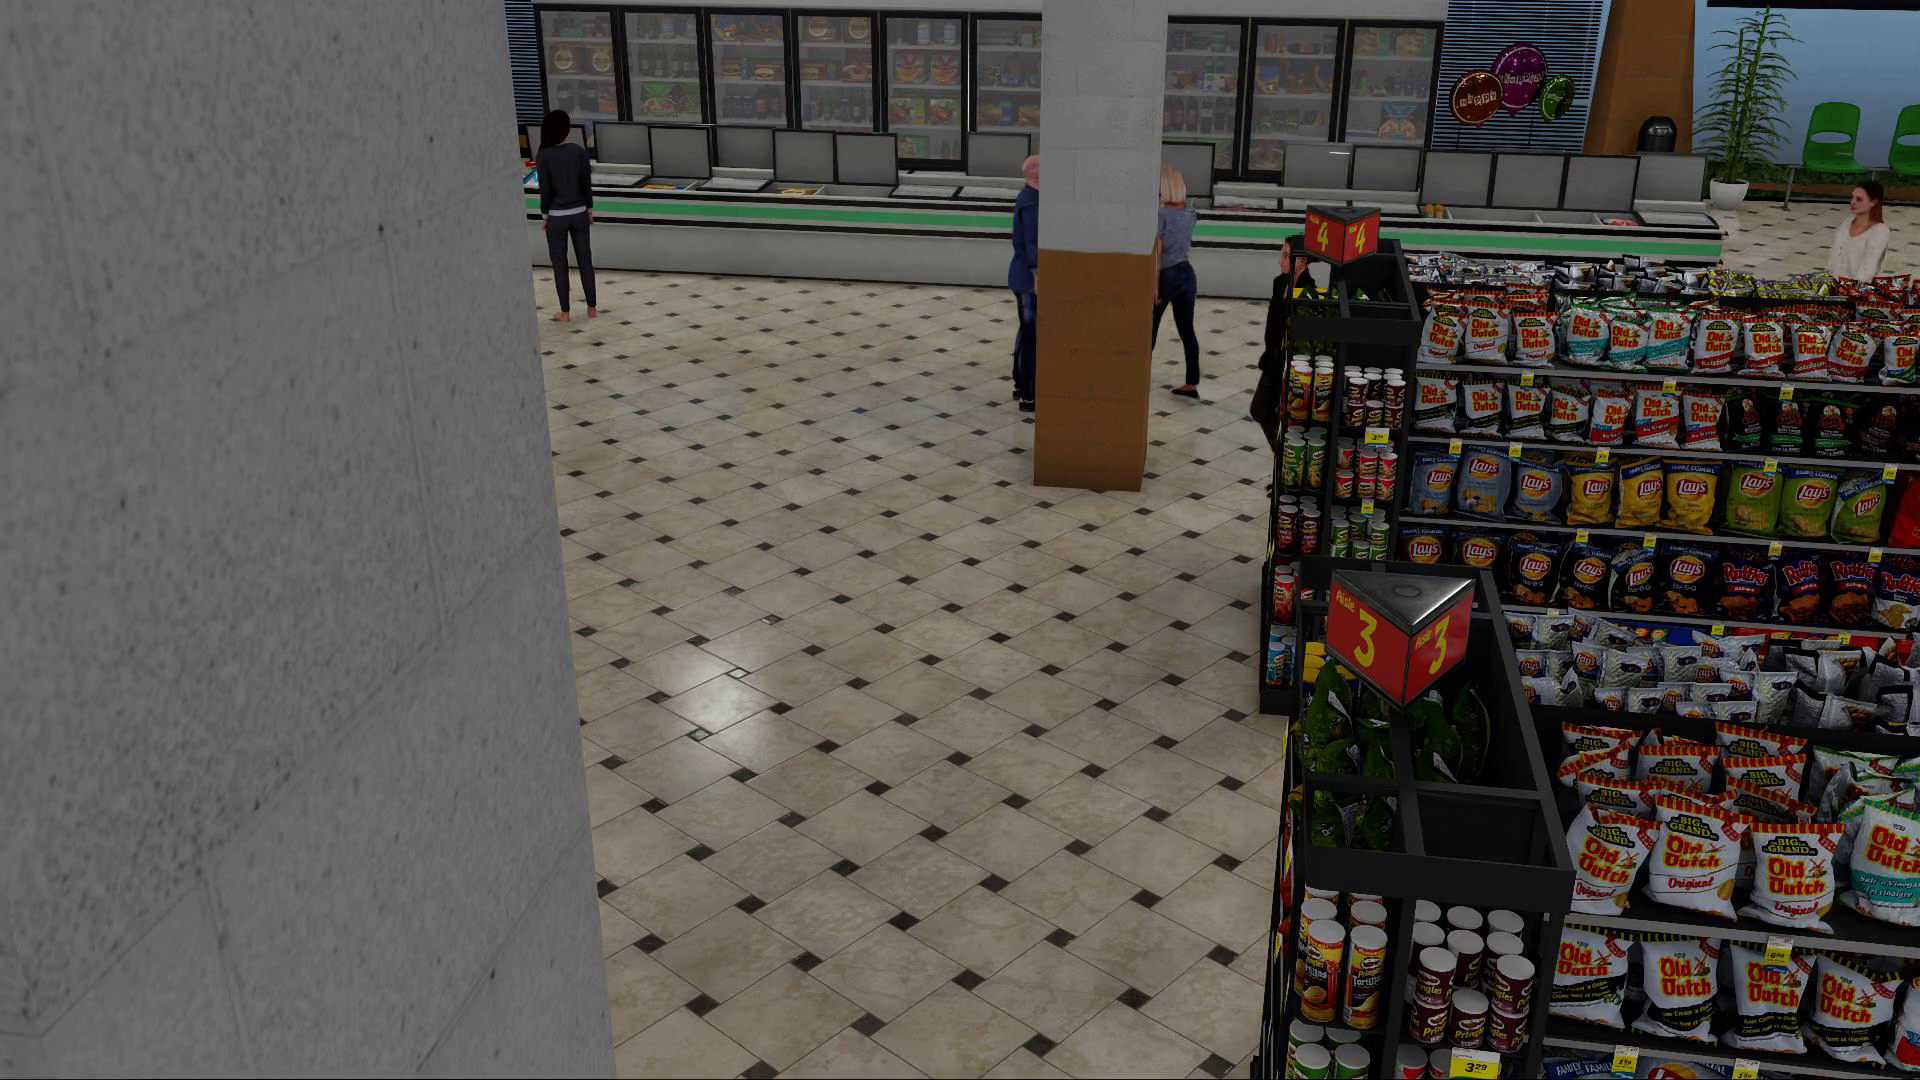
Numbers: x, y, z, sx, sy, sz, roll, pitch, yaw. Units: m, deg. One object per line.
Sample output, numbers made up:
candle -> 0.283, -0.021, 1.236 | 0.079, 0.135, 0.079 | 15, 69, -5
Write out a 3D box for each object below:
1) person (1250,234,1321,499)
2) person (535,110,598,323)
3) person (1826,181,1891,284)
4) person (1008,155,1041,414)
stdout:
person -> 2.131, -1.057, 10.298 | 0.771, 1.708, 0.760 | -8, 25, -18
person -> -3.327, -2.747, 14.085 | 0.670, 1.768, 0.747 | -14, 27, -28
person -> 6.384, -1.675, 11.789 | 1.157, 1.646, 0.944 | -7, 25, -17
person -> 0.524, -1.843, 11.949 | 0.682, 1.825, 0.767 | -1, 24, -3
